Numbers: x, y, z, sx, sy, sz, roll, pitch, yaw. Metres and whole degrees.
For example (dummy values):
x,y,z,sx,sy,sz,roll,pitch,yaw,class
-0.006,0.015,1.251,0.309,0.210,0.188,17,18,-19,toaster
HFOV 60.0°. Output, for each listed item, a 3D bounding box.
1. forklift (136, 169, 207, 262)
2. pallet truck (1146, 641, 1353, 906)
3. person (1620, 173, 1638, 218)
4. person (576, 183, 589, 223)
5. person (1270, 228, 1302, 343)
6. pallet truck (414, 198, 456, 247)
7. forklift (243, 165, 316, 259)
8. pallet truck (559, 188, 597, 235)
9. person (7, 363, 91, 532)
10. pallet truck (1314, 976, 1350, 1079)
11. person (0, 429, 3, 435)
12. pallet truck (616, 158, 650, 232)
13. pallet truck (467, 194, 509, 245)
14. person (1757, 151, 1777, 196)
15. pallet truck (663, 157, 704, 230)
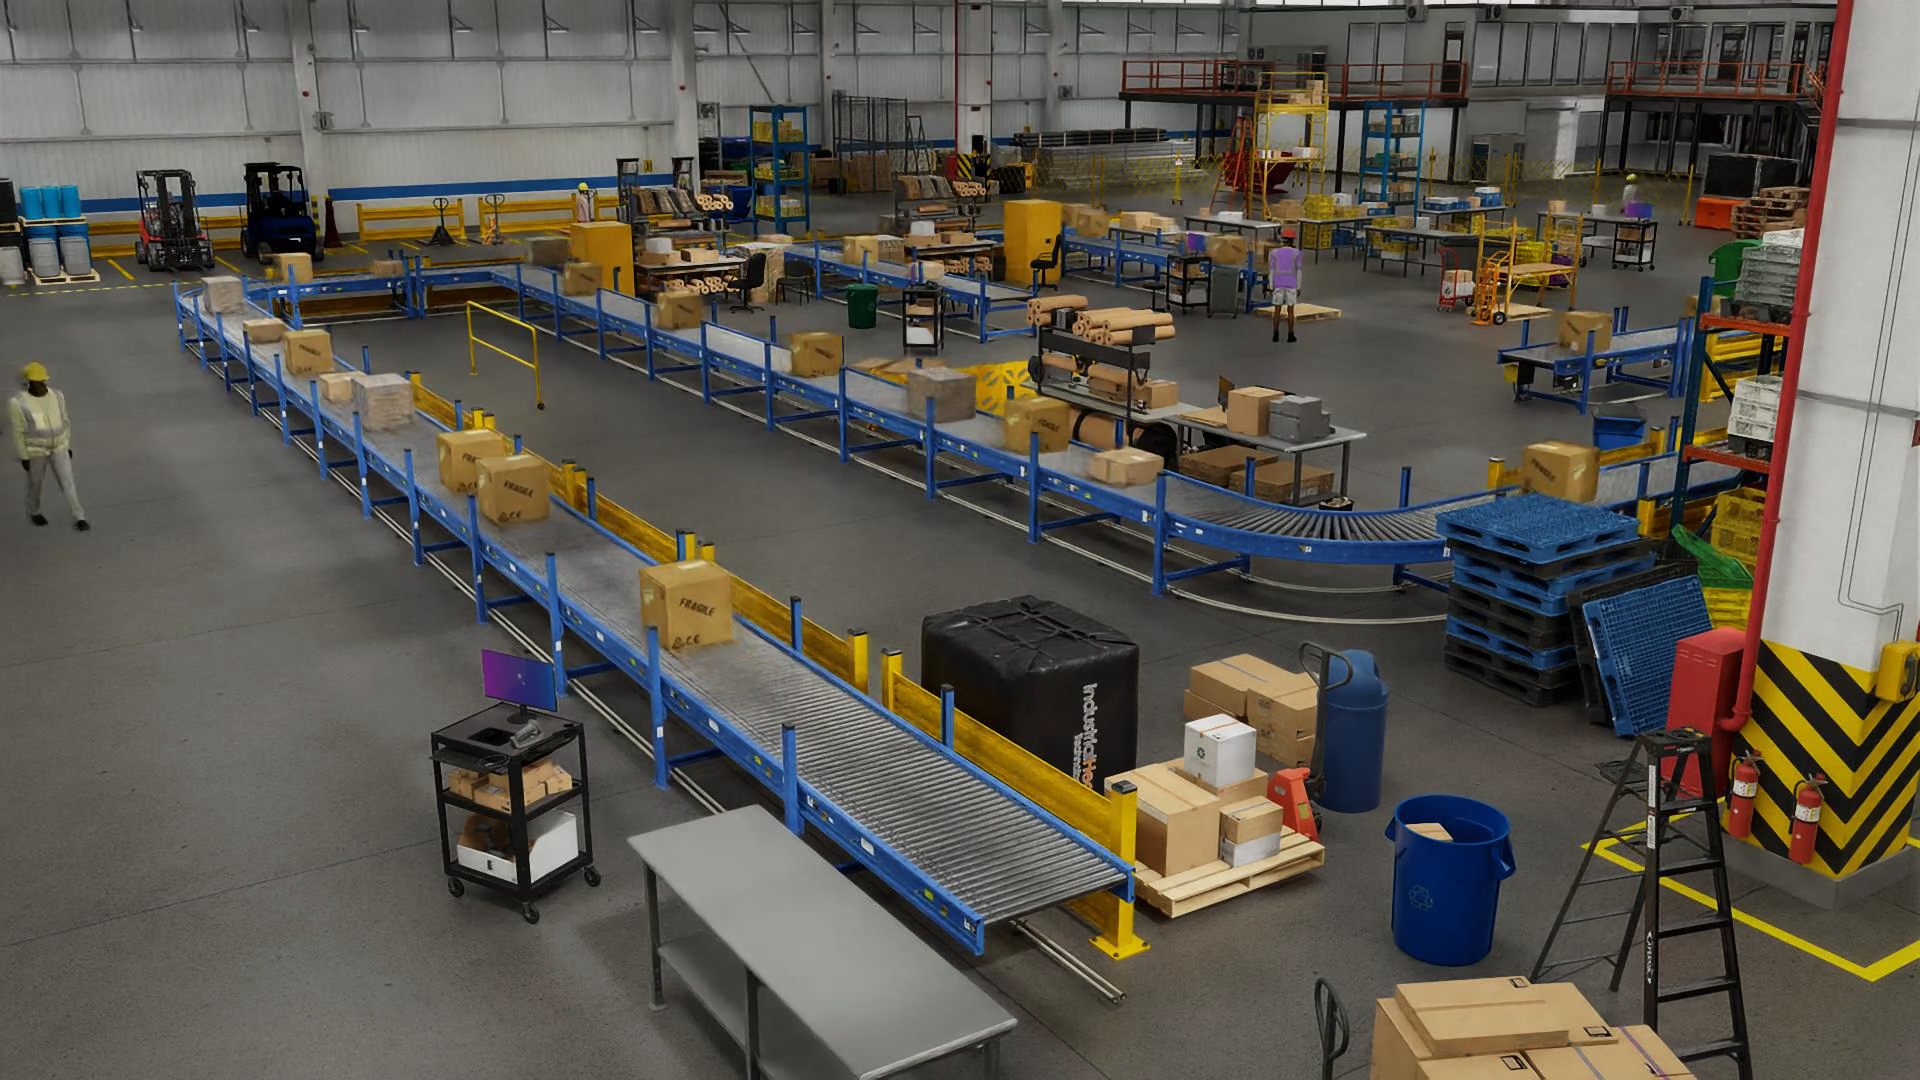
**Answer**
x,y,z,sx,sy,sz,roll,pitch,yaw,class
-17.842,-7.318,37.559,1.157,1.987,2.680,-10,20,-31,forklift
1.664,1.407,10.232,1.630,1.274,0.653,-10,20,-31,pallet truck
17.022,-8.436,42.238,0.507,1.728,0.467,-10,19,-30,person
-8.810,-7.476,38.991,0.326,1.769,0.524,-10,20,-31,person
5.519,-4.318,28.205,0.542,1.930,0.374,6,18,19,person
-13.250,-8.060,41.856,0.680,1.201,1.601,-10,20,-31,pallet truck
-15.898,-7.669,38.708,1.157,1.987,2.680,-11,20,-33,forklift
-10.010,-8.652,43.699,0.653,1.274,1.630,-10,20,-31,pallet truck
-9.540,-0.972,17.329,0.945,1.784,0.615,13,21,36,person
2.299,2.390,7.086,1.601,1.201,0.680,-2,17,-7,pallet truck
-12.768,-2.328,21.438,0.609,2.009,0.835,-15,23,-42,person
-8.918,-9.176,44.255,0.823,1.965,1.885,-9,19,-27,pallet truck
-11.983,-8.177,42.137,0.704,1.261,1.522,-11,20,-33,pallet truck
23.675,-10.505,48.974,0.988,1.846,0.572,-1,17,-2,person
-7.586,-9.308,44.692,0.823,1.965,1.885,-11,20,-33,pallet truck
